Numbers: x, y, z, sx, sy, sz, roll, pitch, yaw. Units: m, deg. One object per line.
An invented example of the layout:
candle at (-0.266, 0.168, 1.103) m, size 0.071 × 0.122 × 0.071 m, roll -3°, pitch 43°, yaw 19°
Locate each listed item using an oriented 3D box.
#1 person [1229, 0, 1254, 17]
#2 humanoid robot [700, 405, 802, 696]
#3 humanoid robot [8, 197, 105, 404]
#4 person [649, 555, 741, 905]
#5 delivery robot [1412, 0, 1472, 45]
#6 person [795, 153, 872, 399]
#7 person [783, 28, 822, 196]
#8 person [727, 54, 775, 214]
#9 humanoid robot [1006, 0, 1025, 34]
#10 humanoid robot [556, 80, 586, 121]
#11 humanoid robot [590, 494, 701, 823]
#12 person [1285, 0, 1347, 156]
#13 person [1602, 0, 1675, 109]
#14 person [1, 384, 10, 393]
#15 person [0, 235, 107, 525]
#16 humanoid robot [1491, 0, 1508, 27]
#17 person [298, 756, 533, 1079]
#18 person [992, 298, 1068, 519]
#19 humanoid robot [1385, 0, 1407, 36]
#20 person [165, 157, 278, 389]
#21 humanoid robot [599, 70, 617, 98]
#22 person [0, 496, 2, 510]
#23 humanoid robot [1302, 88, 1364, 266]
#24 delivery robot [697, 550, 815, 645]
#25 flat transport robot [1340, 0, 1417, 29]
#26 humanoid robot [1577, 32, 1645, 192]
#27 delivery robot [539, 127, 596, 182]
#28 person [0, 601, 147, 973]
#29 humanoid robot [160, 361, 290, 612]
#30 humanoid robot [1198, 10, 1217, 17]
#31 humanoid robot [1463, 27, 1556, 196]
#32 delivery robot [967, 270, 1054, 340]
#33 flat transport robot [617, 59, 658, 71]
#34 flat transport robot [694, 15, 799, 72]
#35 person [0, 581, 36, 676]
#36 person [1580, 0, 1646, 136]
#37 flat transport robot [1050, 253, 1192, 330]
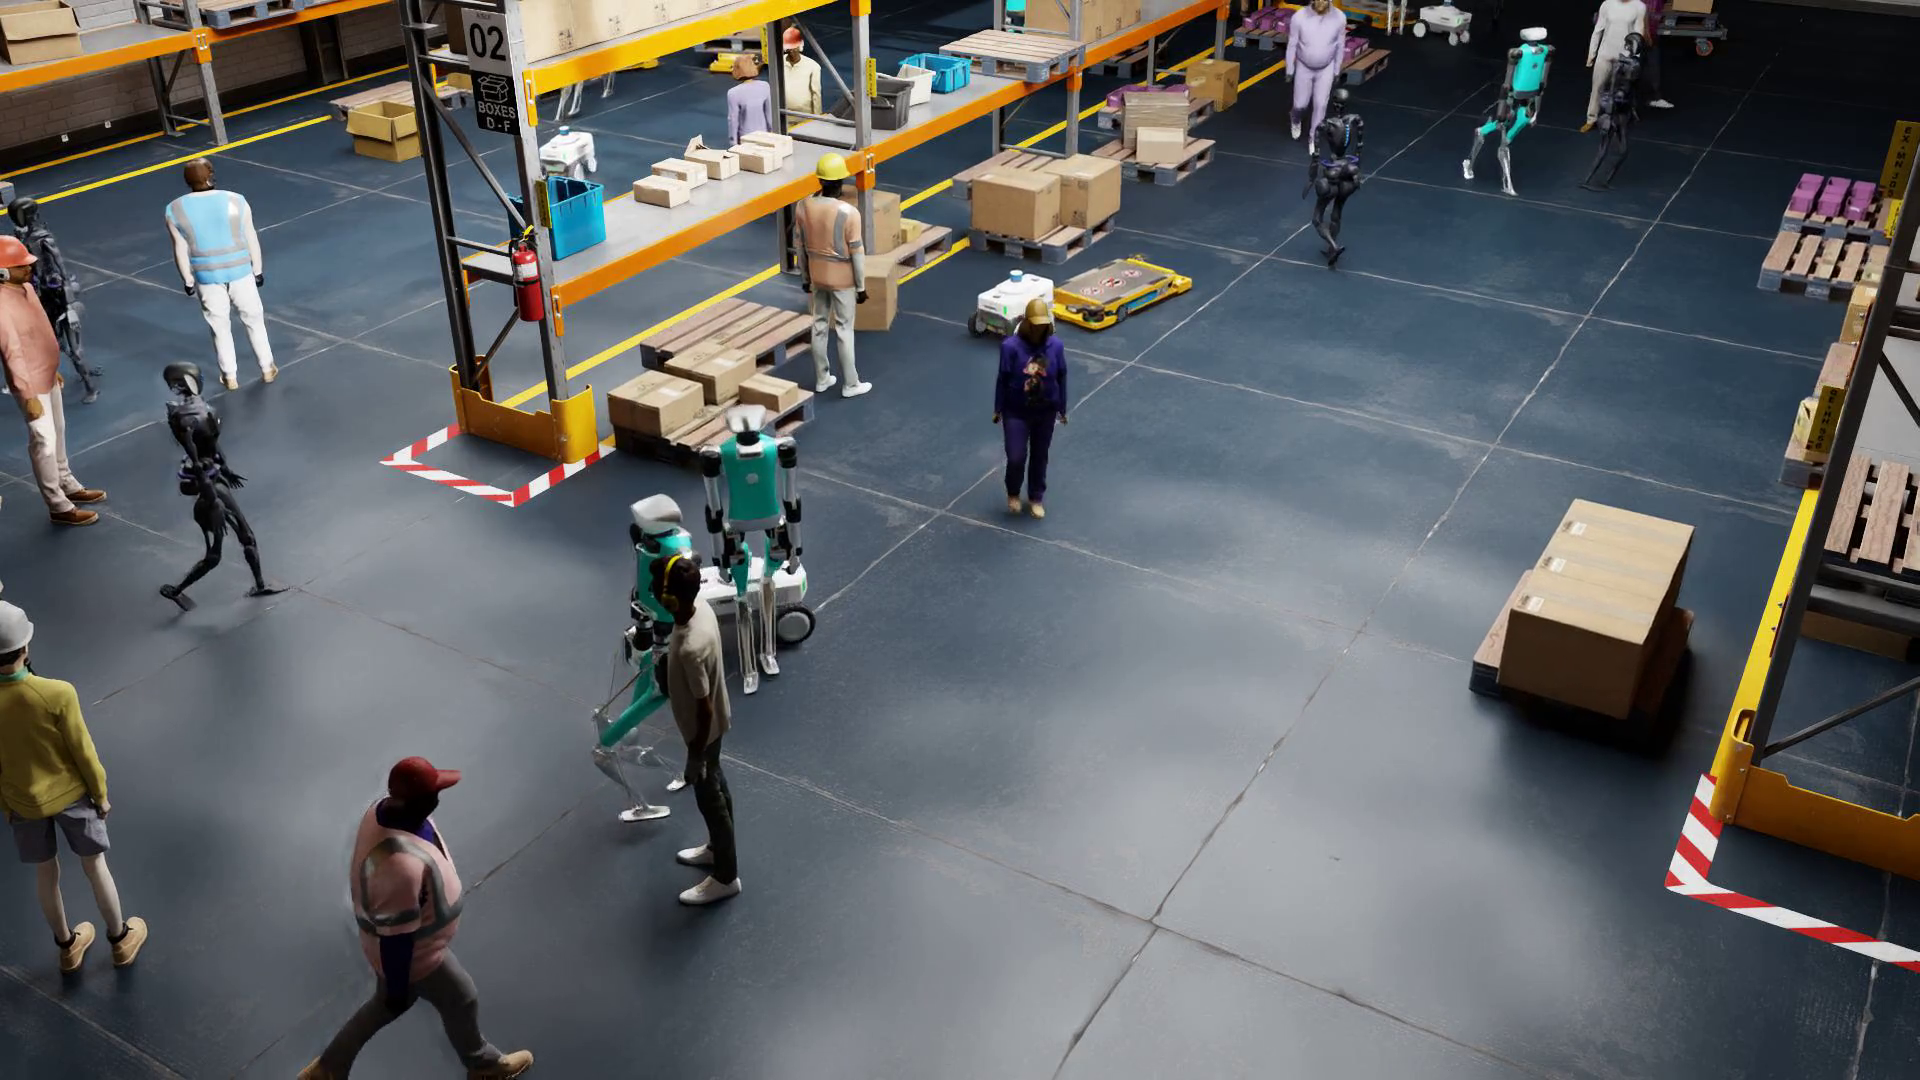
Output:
person at (4.222, -8.689, 24.822) m, size 0.639 × 1.724 × 0.589 m, roll -19°, pitch 35°, yaw -30°
humanoid robot at (-1.176, -0.022, 9.457) m, size 0.530 × 1.765 × 0.639 m, roll -6°, pitch 30°, yaw -11°
humanoid robot at (-6.930, -1.881, 12.846) m, size 0.596 × 1.647 × 0.462 m, roll 17°, pitch 34°, yaw 27°
person at (-1.231, 0.888, 7.751) m, size 0.332 × 1.866 × 0.507 m, roll -3°, pitch 30°, yaw -5°
delivery robot at (6.898, -7.400, 23.745) m, size 0.499 × 0.598 × 0.777 m, roll -22°, pitch 36°, yaw -34°
person at (-0.969, -2.030, 12.849) m, size 0.592 × 1.924 × 0.377 m, roll 16°, pitch 33°, yaw 26°
person at (-1.713, -4.448, 17.314) m, size 0.555 × 1.743 × 0.346 m, roll 6°, pitch 30°, yaw 11°
person at (-2.104, -4.052, 16.732) m, size 0.501 × 1.628 × 0.280 m, roll -20°, pitch 35°, yaw -32°
humanoid robot at (0.737, -6.467, 20.942) m, size 0.548 × 1.750 × 1.075 m, roll 4°, pitch 30°, yaw 6°
humanoid robot at (-4.753, -5.904, 19.912) m, size 0.566 × 1.795 × 0.767 m, roll 23°, pitch 37°, yaw 34°
humanoid robot at (-1.650, 0.681, 8.269) m, size 0.865 × 1.779 × 0.547 m, roll -21°, pitch 36°, yaw -33°
person at (3.979, -5.320, 18.717) m, size 0.642 × 1.887 × 0.607 m, roll 3°, pitch 30°, yaw 4°
person at (8.401, -6.233, 20.414) m, size 0.510 × 1.799 × 0.955 m, roll -26°, pitch 38°, yaw -38°
person at (-7.712, -1.850, 12.753) m, size 0.713 × 1.707 × 0.871 m, roll 12°, pitch 32°, yaw 20°
person at (-6.129, -1.066, 11.076) m, size 0.387 × 1.995 × 0.611 m, roll -5°, pitch 30°, yaw -9°
humanoid robot at (7.904, -8.334, 24.285) m, size 0.590 × 1.639 × 0.578 m, roll 14°, pitch 32°, yaw 23°
person at (-2.294, 1.604, 6.664) m, size 0.858 × 1.701 × 0.609 m, roll -13°, pitch 32°, yaw -21°
person at (0.465, -0.855, 11.081) m, size 0.497 × 1.609 × 0.421 m, roll -6°, pitch 30°, yaw -11°
humanoid robot at (6.361, -8.089, 23.793) m, size 0.534 × 1.810 × 0.744 m, roll -2°, pitch 30°, yaw -3°
person at (-5.779, -2.079, 13.025) m, size 0.622 × 1.841 × 0.431 m, roll -13°, pitch 32°, yaw -22°
humanoid robot at (-4.564, -6.420, 20.877) m, size 0.565 × 1.837 × 0.844 m, roll 19°, pitch 34°, yaw 30°
person at (-6.888, -1.036, 11.024) m, size 0.610 × 1.994 × 0.392 m, roll -23°, pitch 37°, yaw -35°
humanoid robot at (3.535, -3.376, 15.478) m, size 0.601 × 1.640 × 0.489 m, roll -11°, pitch 31°, yaw -19°
delivery robot at (-1.284, 0.325, 10.046) m, size 0.745 × 0.565 × 0.499 m, roll -9°, pitch 31°, yaw -15°
flat transport robot at (6.086, -7.901, 24.919) m, size 0.659 × 0.231 × 1.431 m, roll -19°, pitch 35°, yaw -30°
humanoid robot at (6.908, -4.507, 17.489) m, size 0.587 × 1.636 × 0.403 m, roll -24°, pitch 37°, yaw -36°
delivery robot at (-4.266, -4.154, 18.013) m, size 0.499 × 0.608 × 0.803 m, roll 8°, pitch 30°, yaw 13°
person at (-4.008, 1.121, 7.328) m, size 0.469 × 1.884 × 0.404 m, roll -7°, pitch 30°, yaw -13°
humanoid robot at (-4.630, -0.332, 10.126) m, size 0.678 × 1.636 × 0.599 m, roll -8°, pitch 30°, yaw -13°
humanoid robot at (3.746, -8.671, 24.858) m, size 0.583 × 1.650 × 0.356 m, roll 23°, pitch 37°, yaw 35°
humanoid robot at (5.731, -4.594, 17.598) m, size 0.534 × 1.767 × 0.969 m, roll -10°, pitch 31°, yaw -16°
delivery robot at (0.477, -2.005, 14.190) m, size 0.499 × 0.587 × 0.771 m, roll 23°, pitch 36°, yaw 34°
flat transport robot at (-4.830, -6.360, 22.192) m, size 1.431 × 0.231 × 0.659 m, roll -21°, pitch 36°, yaw -33°
flat transport robot at (-2.894, -6.644, 22.694) m, size 0.659 × 0.231 × 1.431 m, roll 5°, pitch 30°, yaw 8°
person at (-5.526, 0.086, 9.085) m, size 0.379 × 1.957 × 0.597 m, roll 3°, pitch 30°, yaw 5°
person at (7.581, -5.631, 19.276) m, size 0.575 × 1.883 × 0.417 m, roll 13°, pitch 32°, yaw 22°
flat transport robot at (1.397, -2.226, 14.879) m, size 0.659 × 0.231 × 1.431 m, roll 24°, pitch 37°, yaw 36°
